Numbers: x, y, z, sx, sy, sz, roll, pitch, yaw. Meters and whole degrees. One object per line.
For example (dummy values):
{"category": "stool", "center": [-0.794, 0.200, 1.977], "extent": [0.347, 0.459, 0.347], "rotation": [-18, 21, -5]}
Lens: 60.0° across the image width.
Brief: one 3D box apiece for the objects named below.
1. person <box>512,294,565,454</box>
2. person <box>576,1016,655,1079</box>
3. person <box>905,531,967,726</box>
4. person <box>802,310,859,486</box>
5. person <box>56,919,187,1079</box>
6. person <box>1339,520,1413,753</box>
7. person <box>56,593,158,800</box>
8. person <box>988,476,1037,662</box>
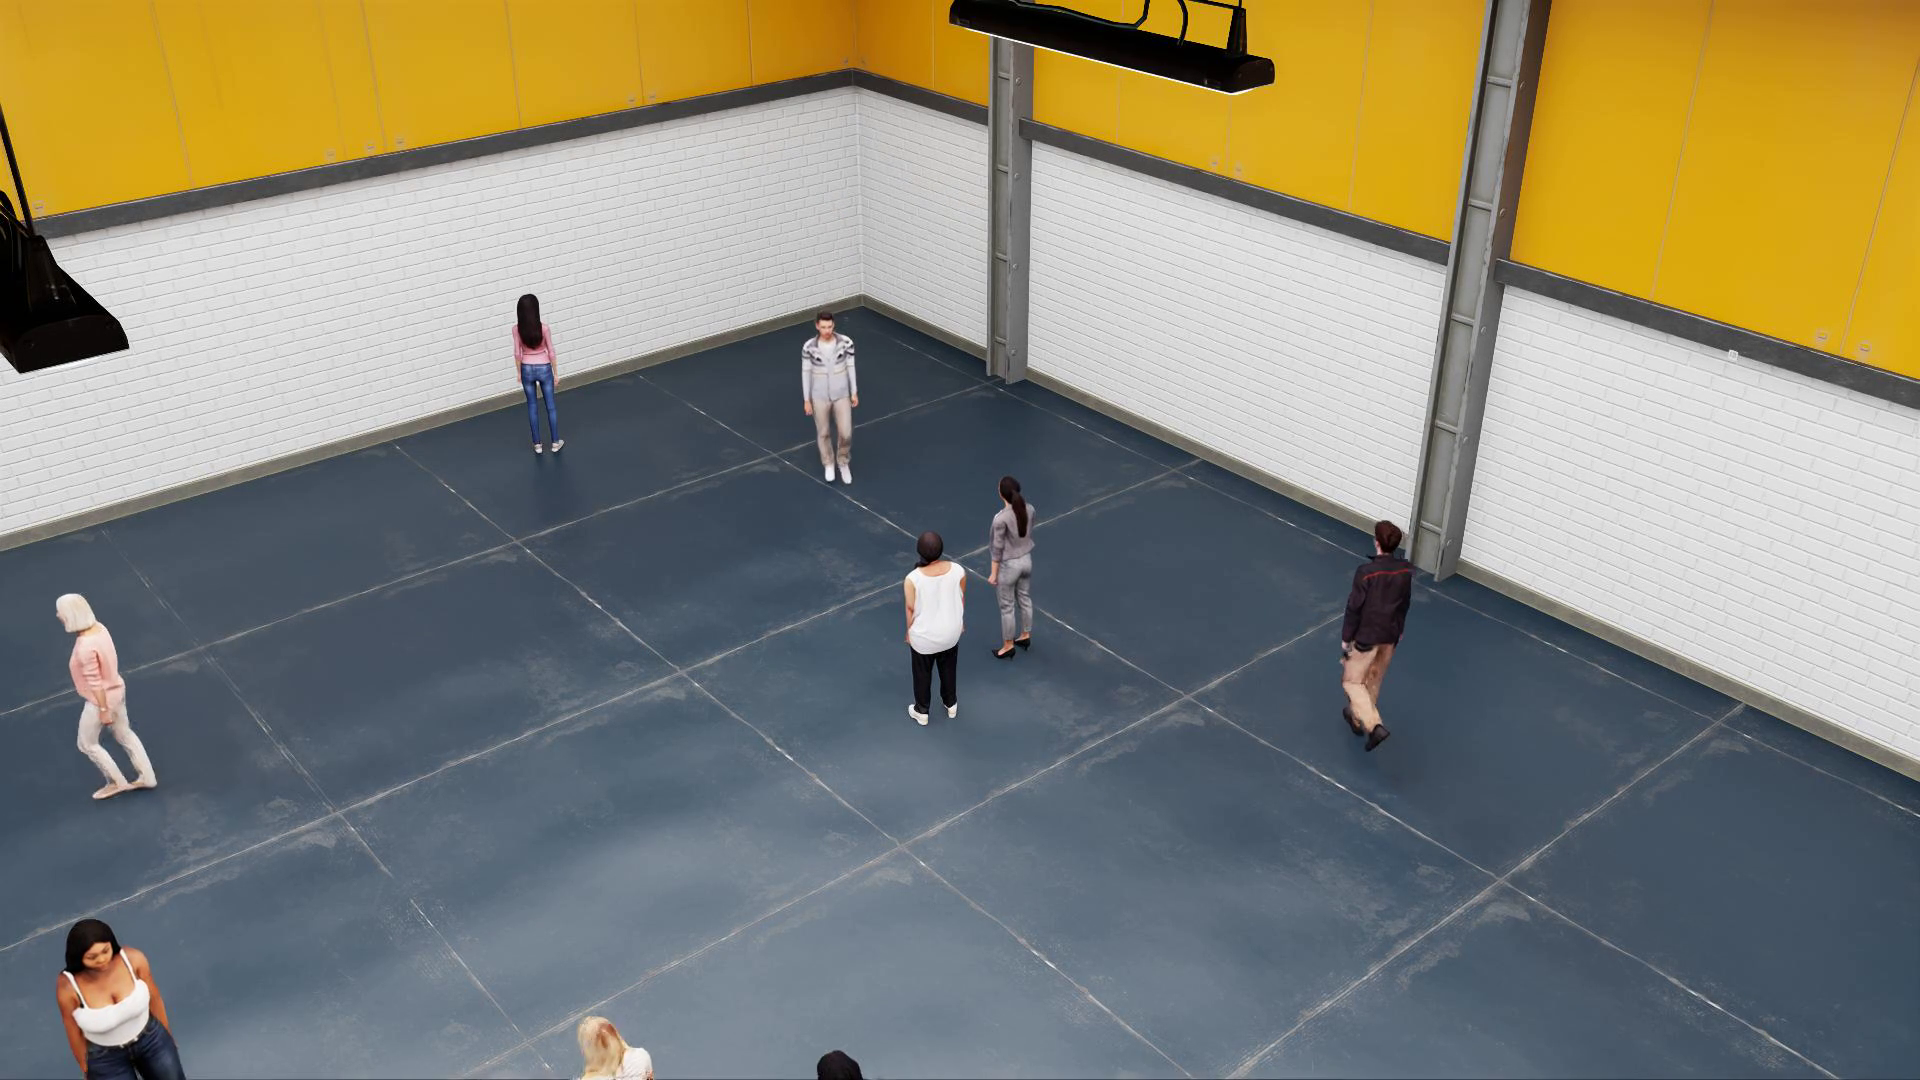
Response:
{"category": "person", "center": [-4.451, -1.759, 17.469], "extent": [0.659, 1.742, 0.673], "rotation": [-3, 29, -6]}
{"category": "person", "center": [-1.722, 3.105, 8.472], "extent": [0.637, 1.819, 0.567], "rotation": [-19, 34, -31]}
{"category": "person", "center": [-0.215, 0.672, 13.070], "extent": [0.730, 1.688, 0.716], "rotation": [-10, 30, -18]}
{"category": "person", "center": [-1.319, -1.498, 16.889], "extent": [0.832, 1.840, 0.849], "rotation": [-3, 29, -5]}
{"category": "person", "center": [-4.590, 2.762, 9.119], "extent": [0.638, 1.802, 0.869], "rotation": [-21, 35, -33]}
{"category": "person", "center": [3.184, 0.770, 12.657], "extent": [0.948, 1.910, 1.120], "rotation": [-7, 29, -13]}
{"category": "person", "center": [-6.179, 1.141, 12.183], "extent": [0.807, 1.712, 0.730], "rotation": [-7, 29, -12]}
{"category": "person", "center": [0.441, 0.235, 13.882], "extent": [0.613, 1.677, 0.568], "rotation": [-24, 37, -36]}
